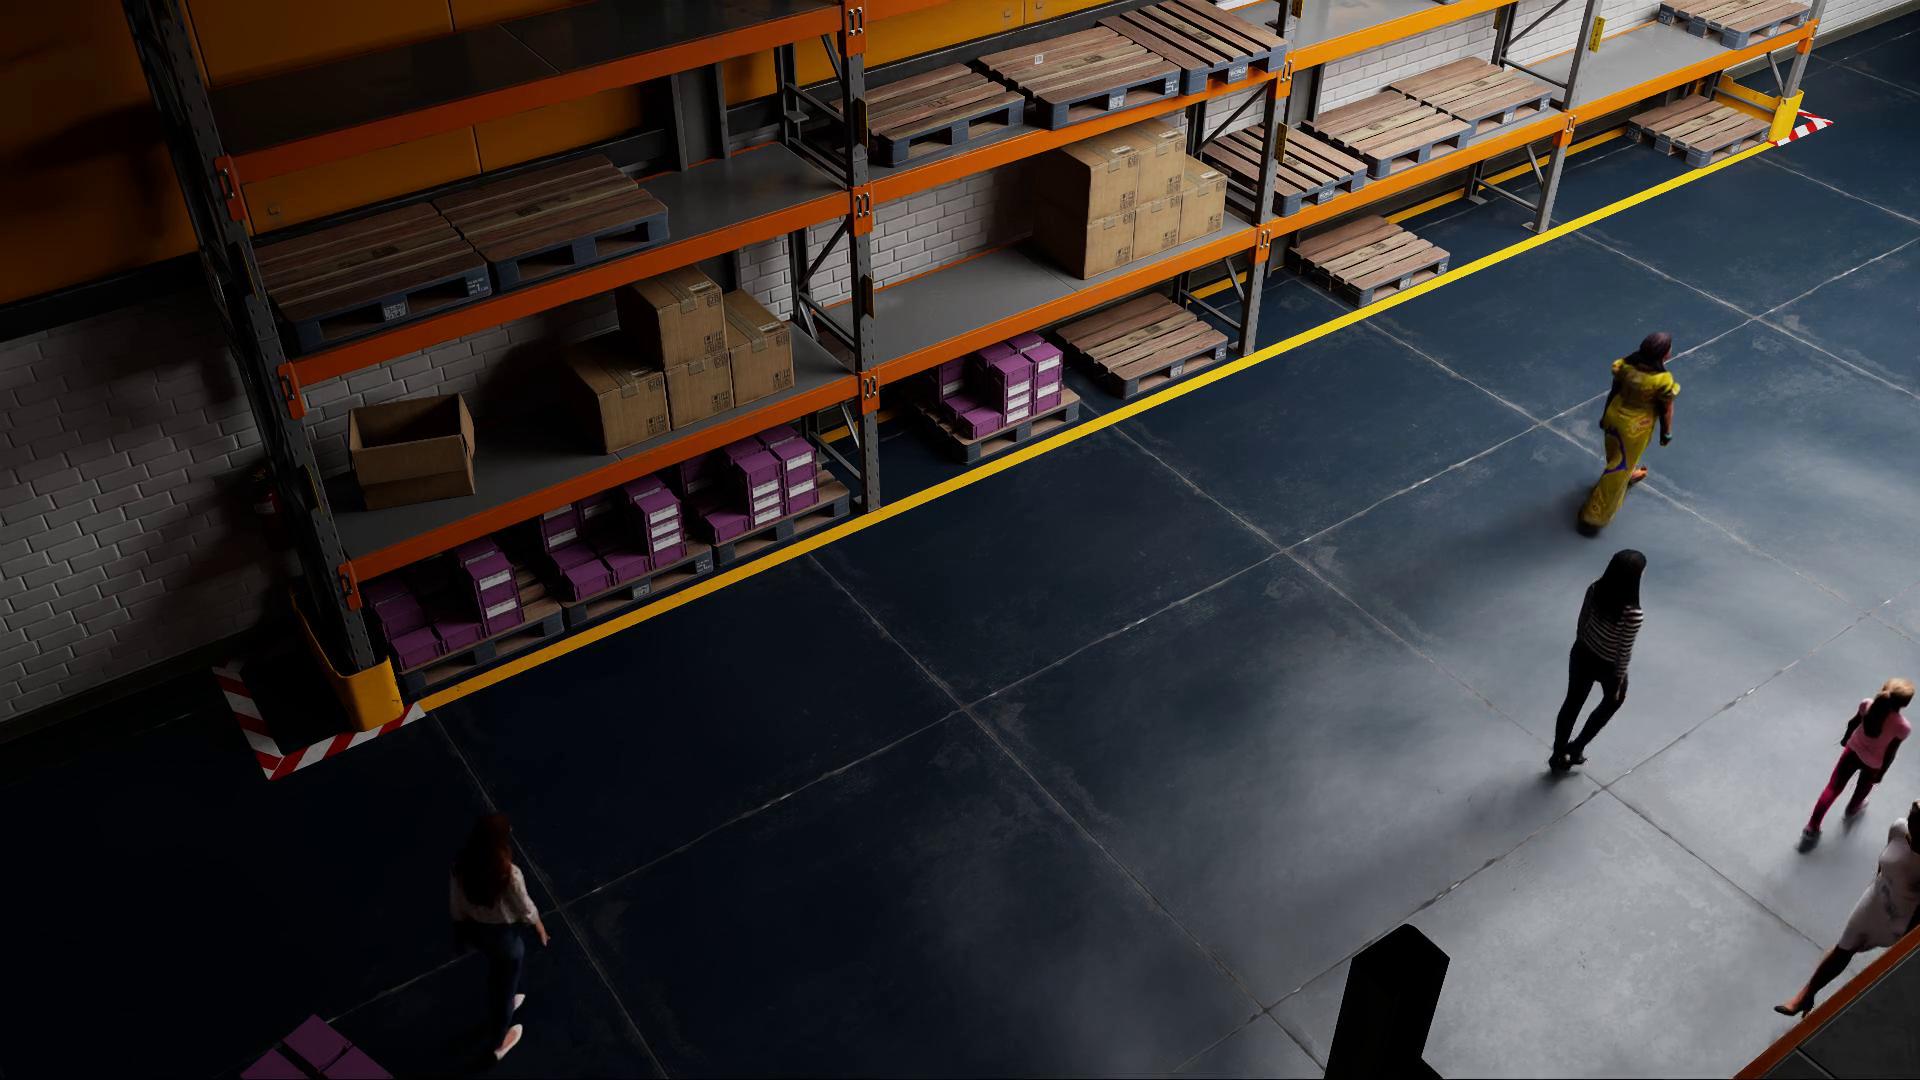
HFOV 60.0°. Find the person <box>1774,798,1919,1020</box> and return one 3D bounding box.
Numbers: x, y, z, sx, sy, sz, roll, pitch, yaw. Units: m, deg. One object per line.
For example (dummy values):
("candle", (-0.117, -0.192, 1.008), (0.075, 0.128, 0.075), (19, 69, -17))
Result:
("person", (5.142, 1.984, 9.033), (1.139, 1.693, 0.748), (-18, 42, -21))

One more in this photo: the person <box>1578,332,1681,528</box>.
("person", (5.010, -0.804, 12.584), (1.152, 1.618, 0.793), (-22, 44, -25))

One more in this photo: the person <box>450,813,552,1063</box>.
("person", (-2.518, 2.140, 8.835), (0.745, 1.696, 0.807), (10, 40, 12))

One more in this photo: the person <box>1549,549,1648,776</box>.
("person", (3.916, 0.824, 10.413), (0.633, 1.782, 0.640), (-19, 42, -22))

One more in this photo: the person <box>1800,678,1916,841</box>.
("person", (5.499, 1.352, 10.178), (0.924, 1.250, 0.533), (-26, 46, -29))
